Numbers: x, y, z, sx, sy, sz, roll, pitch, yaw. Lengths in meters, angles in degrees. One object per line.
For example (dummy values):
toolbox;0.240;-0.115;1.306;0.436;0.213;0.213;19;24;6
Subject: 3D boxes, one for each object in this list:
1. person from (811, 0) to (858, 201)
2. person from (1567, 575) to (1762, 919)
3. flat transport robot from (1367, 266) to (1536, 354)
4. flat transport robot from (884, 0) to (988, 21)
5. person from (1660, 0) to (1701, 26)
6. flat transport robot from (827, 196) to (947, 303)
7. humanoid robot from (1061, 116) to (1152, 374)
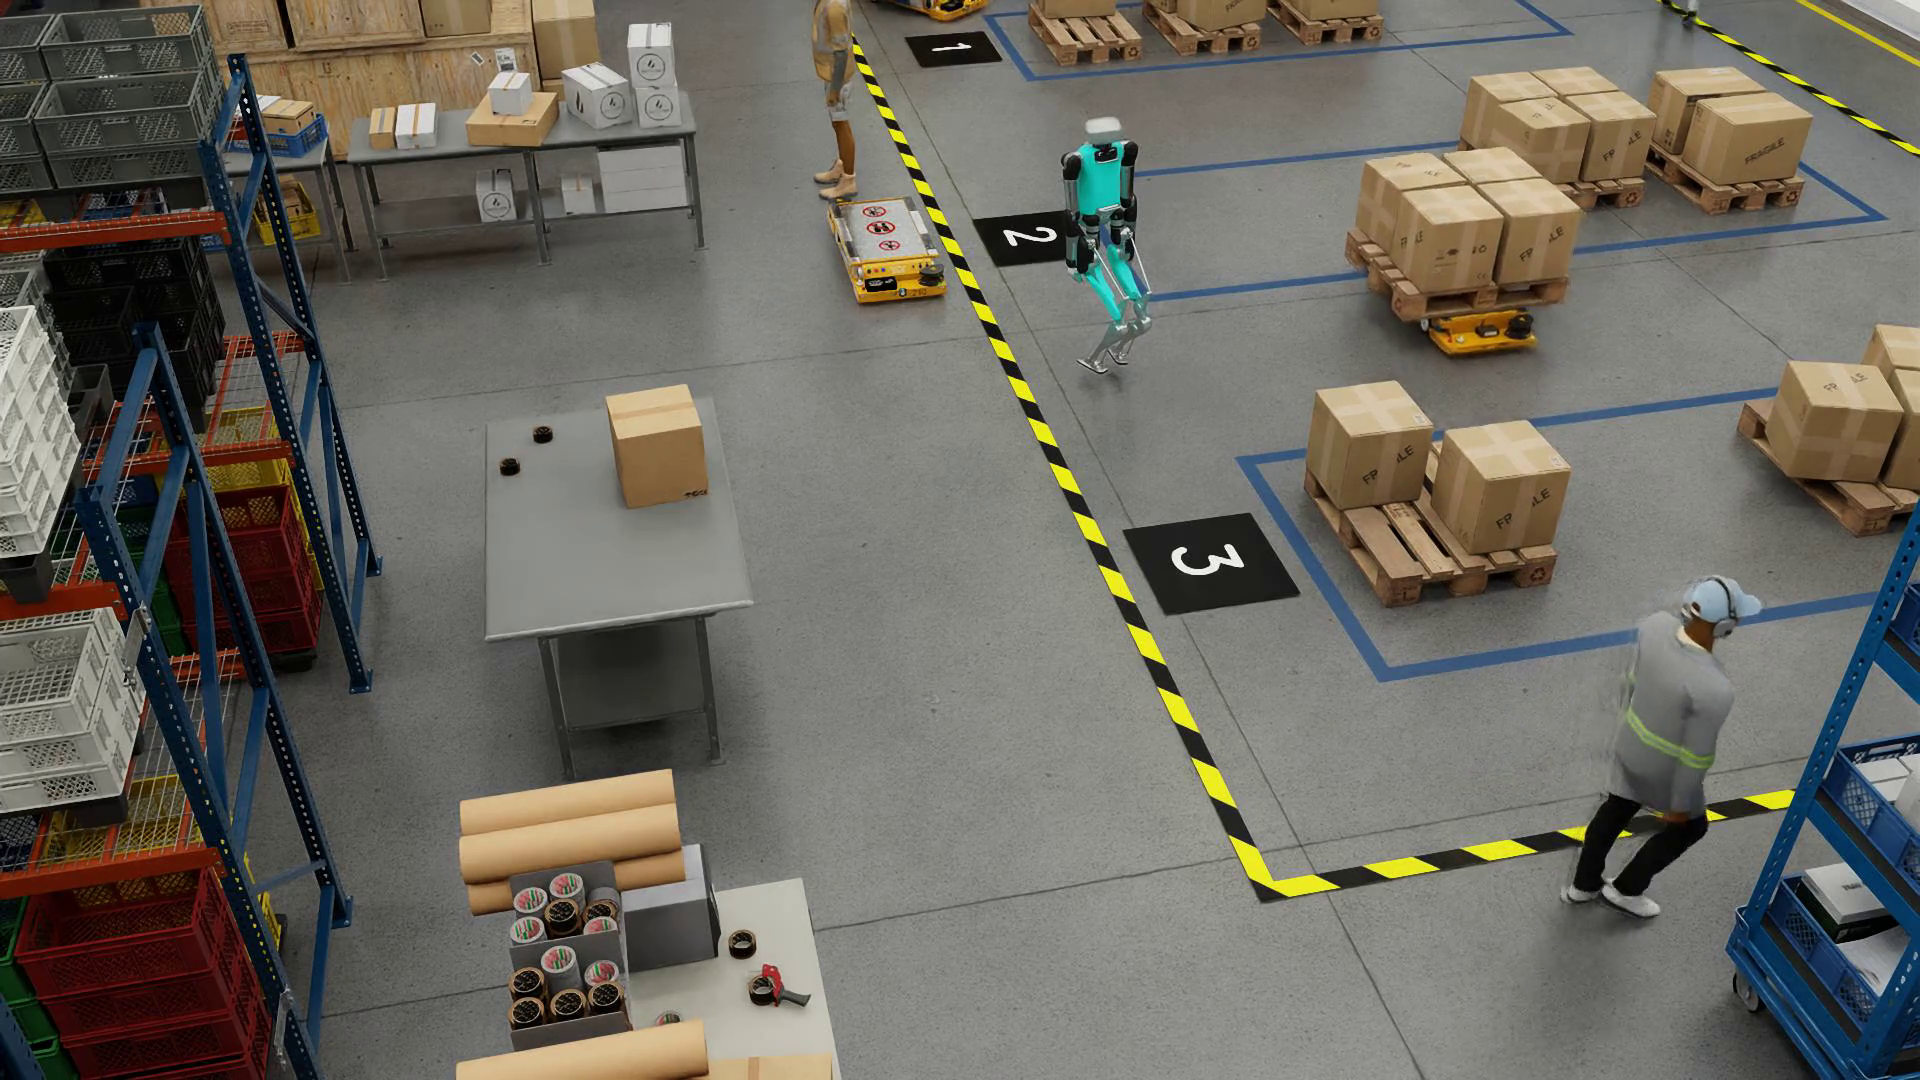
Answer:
person;-1.012;-3.659;12.994;0.391;2.035;0.604;-5;37;-6
person;2.977;0.901;7.032;0.508;1.831;0.614;-7;37;-9
flat transport robot;3.494;-1.791;11.938;0.652;0.197;1.431;-8;37;-10
flat transport robot;-0.462;-5.697;17.187;1.431;0.197;0.652;28;45;32
person;7.298;-6.036;16.391;0.588;1.791;0.910;10;38;13
flat transport robot;-0.570;-2.220;12.538;0.659;0.231;1.431;-8;37;-10
humanoid robot;1.000;-1.815;10.650;0.533;1.677;0.735;-18;40;-22
